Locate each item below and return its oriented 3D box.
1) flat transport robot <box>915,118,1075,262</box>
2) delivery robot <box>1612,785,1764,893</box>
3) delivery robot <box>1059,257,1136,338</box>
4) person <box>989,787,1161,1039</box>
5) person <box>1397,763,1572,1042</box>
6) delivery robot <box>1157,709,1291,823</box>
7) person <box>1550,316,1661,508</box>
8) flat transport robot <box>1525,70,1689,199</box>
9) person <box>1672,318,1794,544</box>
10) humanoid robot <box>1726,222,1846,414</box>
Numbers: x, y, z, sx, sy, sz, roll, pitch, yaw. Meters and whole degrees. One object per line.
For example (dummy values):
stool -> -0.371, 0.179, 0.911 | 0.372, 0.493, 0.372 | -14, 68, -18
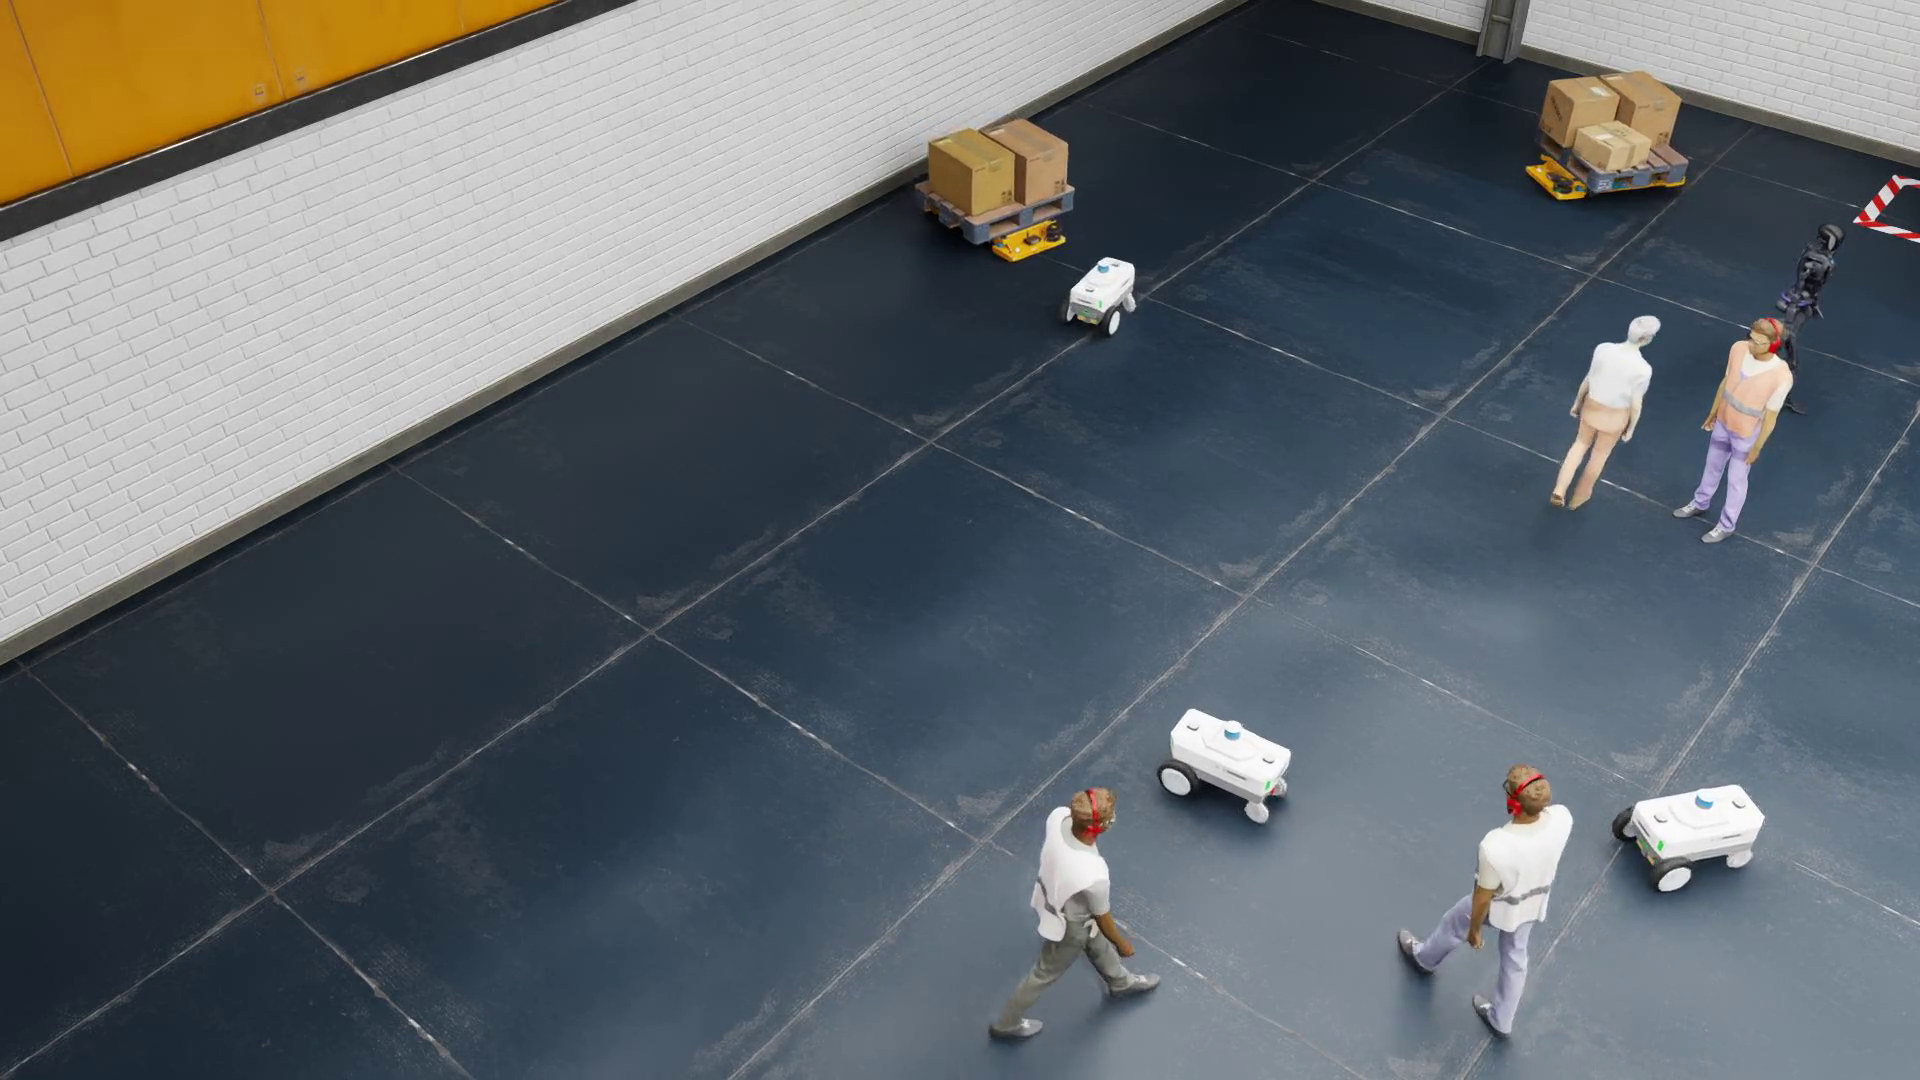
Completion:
flat transport robot -> 0.325, -3.140, 16.184 | 0.659, 0.231, 1.431 | -25, 45, -28
delivery robot -> 4.362, 1.720, 9.913 | 0.773, 0.582, 0.499 | -8, 40, -10
delivery robot -> 1.259, -2.178, 14.767 | 0.525, 0.601, 0.772 | 20, 43, 23
person -> 0.610, 1.948, 8.656 | 1.004, 1.787, 0.561 | -7, 39, -9
person -> 2.803, 1.818, 8.803 | 0.573, 1.809, 0.891 | -14, 41, -16
delivery robot -> 1.655, 1.370, 10.367 | 0.807, 0.606, 0.499 | 22, 44, 25
person -> 4.724, -0.905, 12.250 | 0.504, 1.723, 0.468 | 31, 48, 33
flat transport robot -> 6.584, -3.761, 16.954 | 1.431, 0.231, 0.659 | -9, 40, -11
person -> 5.659, -0.812, 12.049 | 0.380, 1.836, 0.559 | -12, 40, -15
humanoid robot -> 6.796, -1.868, 13.540 | 0.608, 1.641, 0.791 | -32, 49, -33
